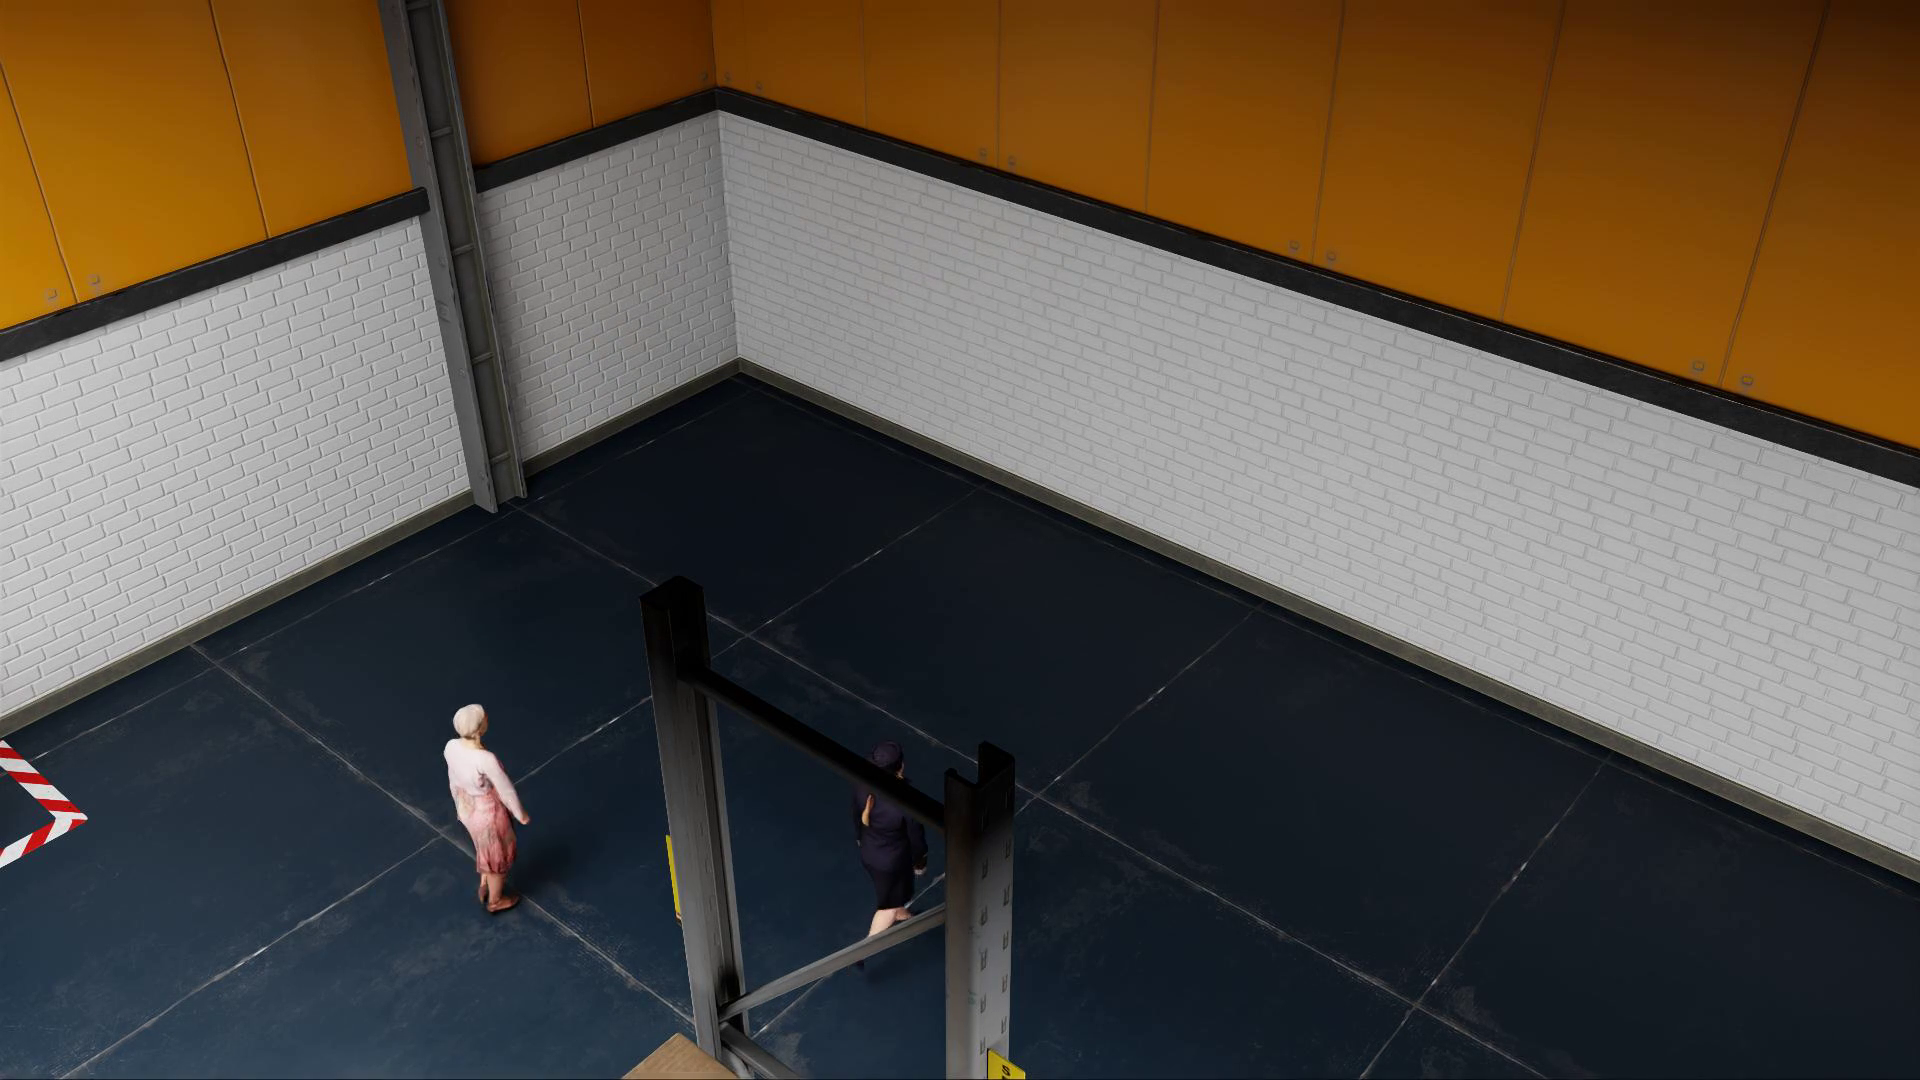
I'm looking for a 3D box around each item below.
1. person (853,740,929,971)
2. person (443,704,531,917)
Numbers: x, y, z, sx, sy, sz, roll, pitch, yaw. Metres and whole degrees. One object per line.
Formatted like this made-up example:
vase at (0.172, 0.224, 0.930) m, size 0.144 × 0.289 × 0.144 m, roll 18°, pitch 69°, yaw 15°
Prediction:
person at (-0.480, 1.983, 10.318) m, size 0.702 × 1.650 × 0.981 m, roll 24°, pitch 40°, yaw 31°
person at (-3.077, 1.788, 10.586) m, size 0.606 × 1.679 × 0.629 m, roll 22°, pitch 39°, yaw 29°
